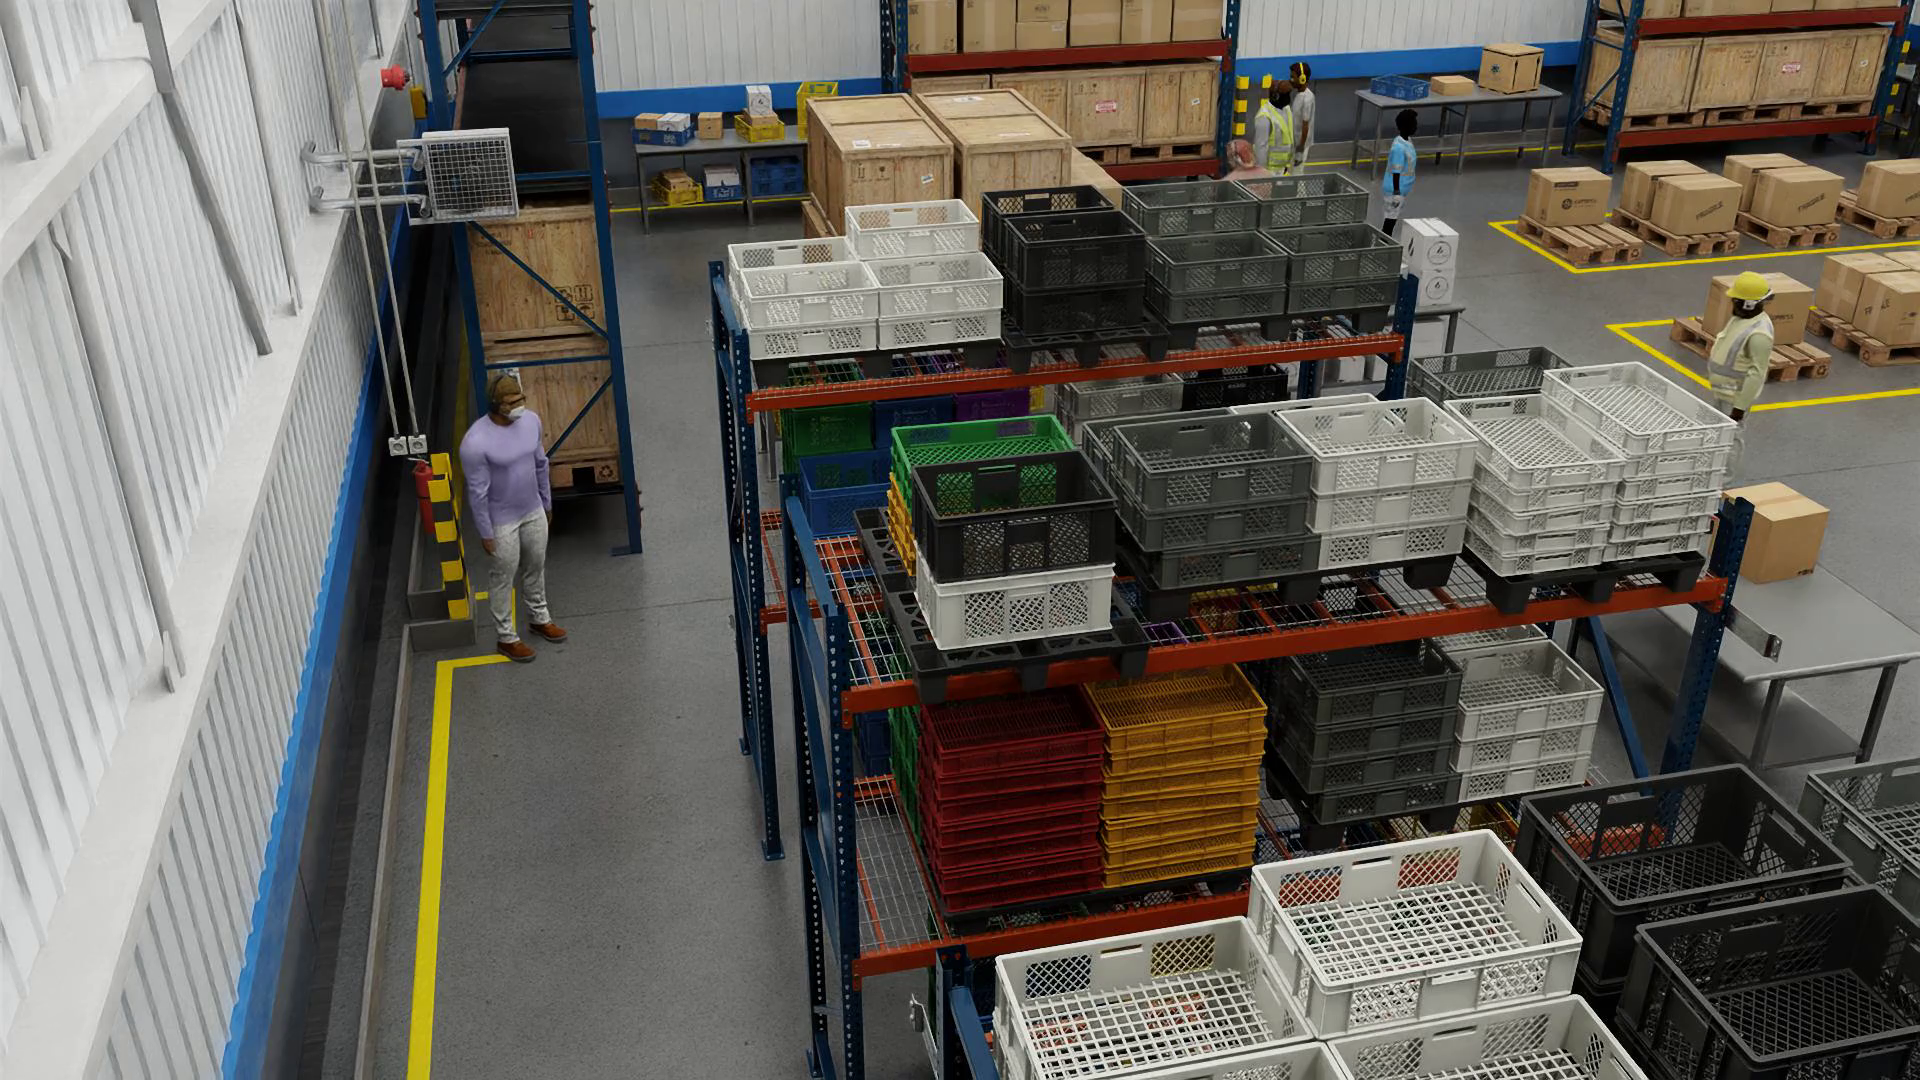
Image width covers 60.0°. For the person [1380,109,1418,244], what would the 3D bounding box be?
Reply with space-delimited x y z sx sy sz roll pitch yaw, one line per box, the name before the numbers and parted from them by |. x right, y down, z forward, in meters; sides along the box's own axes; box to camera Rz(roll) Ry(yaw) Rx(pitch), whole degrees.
person | 4.601 -3.675 17.470 0.318 1.697 0.536 10 29 18

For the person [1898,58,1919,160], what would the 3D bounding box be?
person | 11.793 -5.234 20.192 0.597 1.917 0.378 5 28 10

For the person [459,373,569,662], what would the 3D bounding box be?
person | -2.829 -0.159 10.555 0.365 1.933 0.629 17 32 29

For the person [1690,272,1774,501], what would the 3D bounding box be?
person | 5.810 -1.133 12.513 0.404 1.824 0.591 4 28 8

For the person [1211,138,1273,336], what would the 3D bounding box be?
person | 2.688 -2.829 15.686 0.715 1.872 0.548 -17 32 -29

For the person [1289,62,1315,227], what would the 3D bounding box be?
person | 3.794 -4.439 18.757 0.348 1.857 0.519 -1 28 -1

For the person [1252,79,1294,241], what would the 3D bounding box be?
person | 3.401 -4.095 18.131 0.432 1.836 0.618 18 33 30
